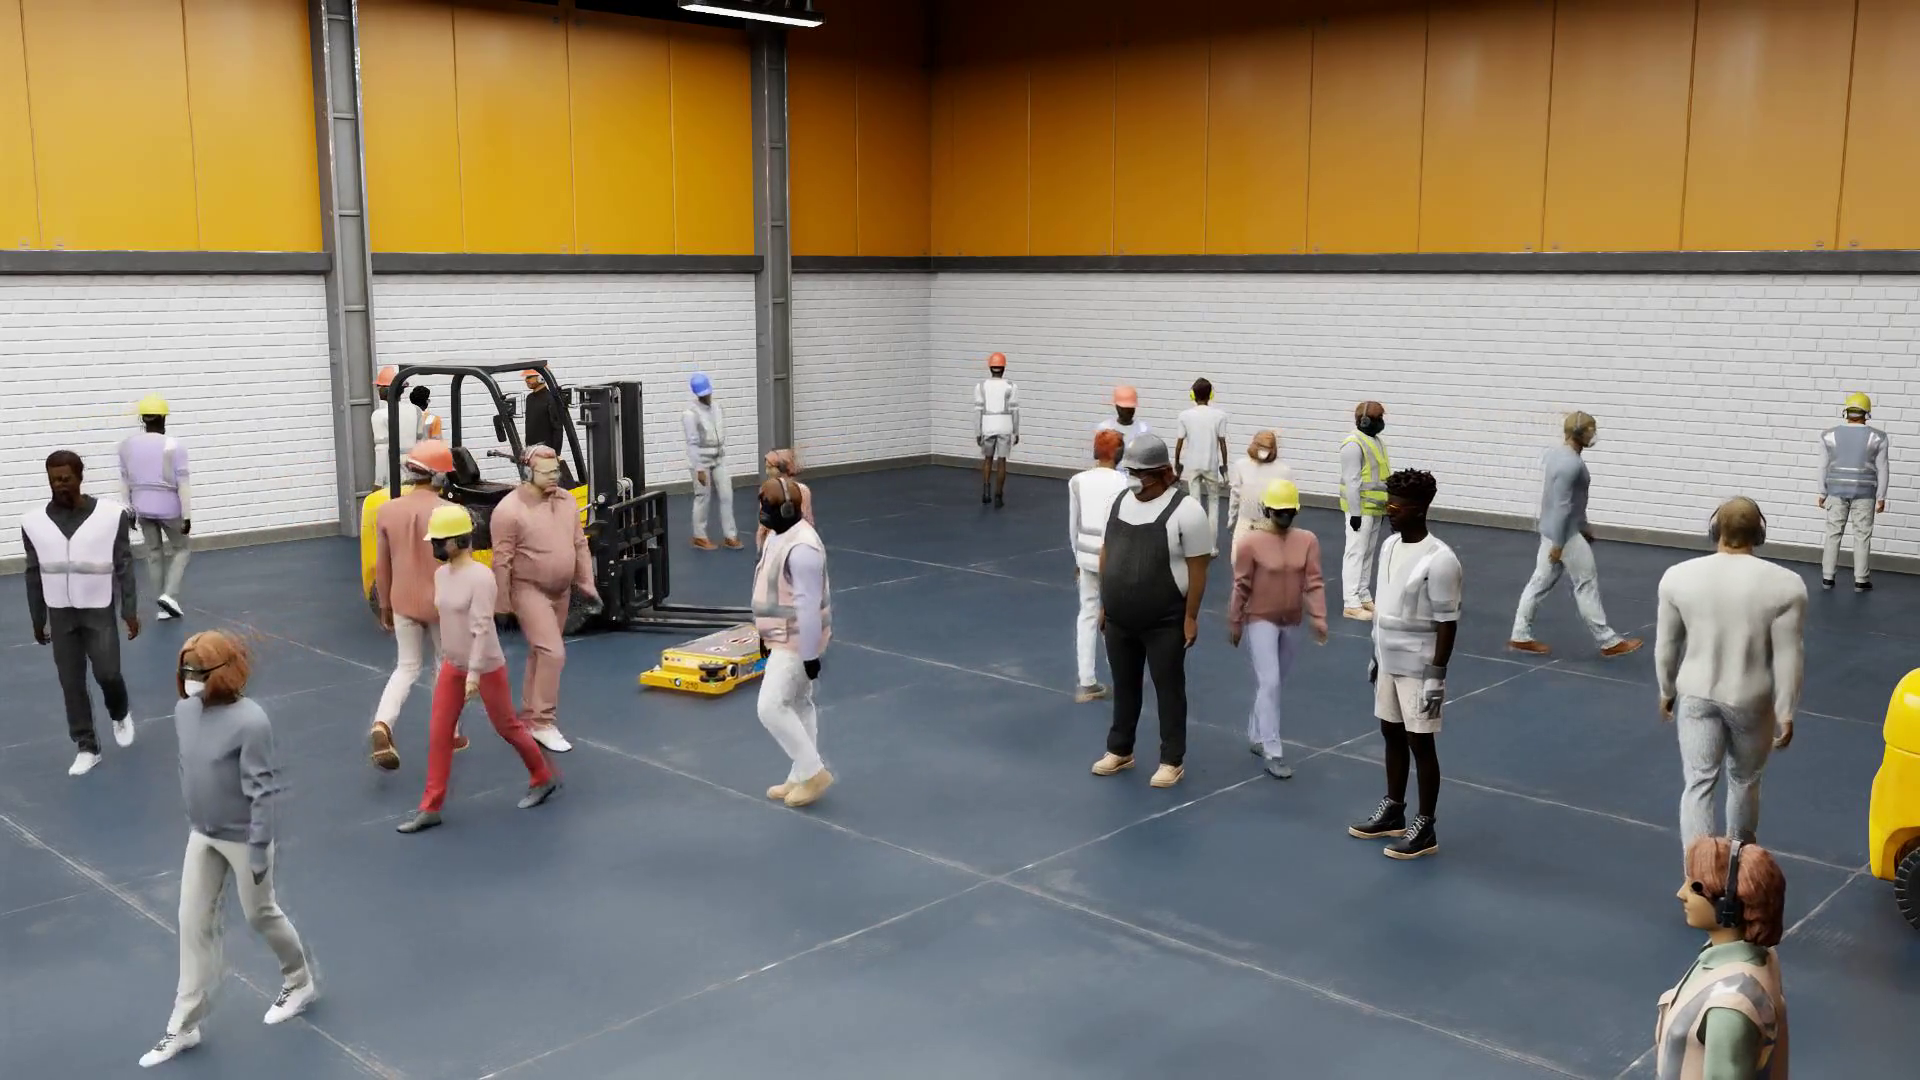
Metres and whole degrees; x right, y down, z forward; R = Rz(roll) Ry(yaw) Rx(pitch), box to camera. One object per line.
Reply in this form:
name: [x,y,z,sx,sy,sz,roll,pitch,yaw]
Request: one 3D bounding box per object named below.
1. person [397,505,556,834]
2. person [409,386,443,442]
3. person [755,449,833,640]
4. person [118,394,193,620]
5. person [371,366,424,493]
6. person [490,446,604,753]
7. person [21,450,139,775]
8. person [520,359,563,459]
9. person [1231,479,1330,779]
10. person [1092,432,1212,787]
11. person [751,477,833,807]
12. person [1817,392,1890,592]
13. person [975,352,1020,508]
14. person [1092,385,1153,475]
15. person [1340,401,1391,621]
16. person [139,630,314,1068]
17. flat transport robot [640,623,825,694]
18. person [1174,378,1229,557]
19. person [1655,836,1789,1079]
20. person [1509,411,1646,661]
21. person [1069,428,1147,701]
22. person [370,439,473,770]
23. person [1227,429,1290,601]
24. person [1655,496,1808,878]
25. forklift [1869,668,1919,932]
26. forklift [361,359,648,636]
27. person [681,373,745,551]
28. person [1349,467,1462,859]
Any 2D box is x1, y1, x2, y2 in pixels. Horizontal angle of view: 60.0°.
person: [-2.576,0.653,8.882,0.526,1.722,0.894,7,11,35]
person: [-5.828,-0.825,18.048,0.532,1.694,0.320,3,10,19]
person: [-1.296,0.095,12.704,0.532,1.587,0.878,8,12,41]
person: [-6.701,-0.261,13.906,0.599,1.911,0.421,0,9,-1]
person: [-5.302,-0.615,15.661,0.360,2.047,0.615,4,10,22]
person: [-2.517,0.354,10.246,0.673,1.876,0.635,5,10,26]
person: [-5.169,0.407,9.818,0.608,1.908,0.502,-2,9,-12]
person: [-4.498,-0.946,17.853,0.397,1.992,0.621,-9,13,-44]
person: [1.899,0.511,9.733,0.526,1.733,0.781,-3,10,-20]
person: [1.050,0.392,9.509,0.685,2.000,0.535,7,12,38]
person: [-0.934,0.562,9.141,0.443,1.830,0.644,-2,10,-13]
person: [8.184,-0.440,15.253,0.588,1.830,0.404,7,12,37]
person: [0.467,-1.367,20.634,0.544,1.923,0.491,2,9,12]
person: [1.474,-0.448,15.088,0.559,1.889,0.937,1,9,5]
person: [3.444,-0.256,14.091,0.429,1.845,0.627,6,11,32]
person: [-2.787,1.141,6.333,0.515,1.617,0.726,4,10,25]
flat transport robot: [-1.636,0.844,12.151,0.652,0.197,1.431,5,10,26]
person: [2.452,-0.722,16.905,0.569,1.851,0.643,2,9,10]
person: [1.794,1.498,3.956,0.308,1.640,0.510,4,10,25]
person: [4.672,-0.028,12.553,0.991,1.886,0.640,2,9,12]
person: [1.052,0.154,11.498,0.601,1.859,0.781,7,11,35]
person: [-3.184,0.392,9.798,0.624,1.962,0.826,1,9,8]
person: [2.499,-0.136,14.011,0.524,1.612,0.349,4,10,24]
person: [3.598,0.736,7.802,0.641,1.899,0.976,6,11,30]
forklift: [5.205,0.723,7.013,2.313,2.155,1.214,9,13,43]
forklift: [-3.850,-0.407,13.936,2.313,2.155,1.214,2,9,11]
person: [-2.576,-0.794,17.258,0.739,1.884,0.681,8,12,39]
person: [2.255,0.611,8.392,0.361,1.964,0.613,-3,10,-17]
